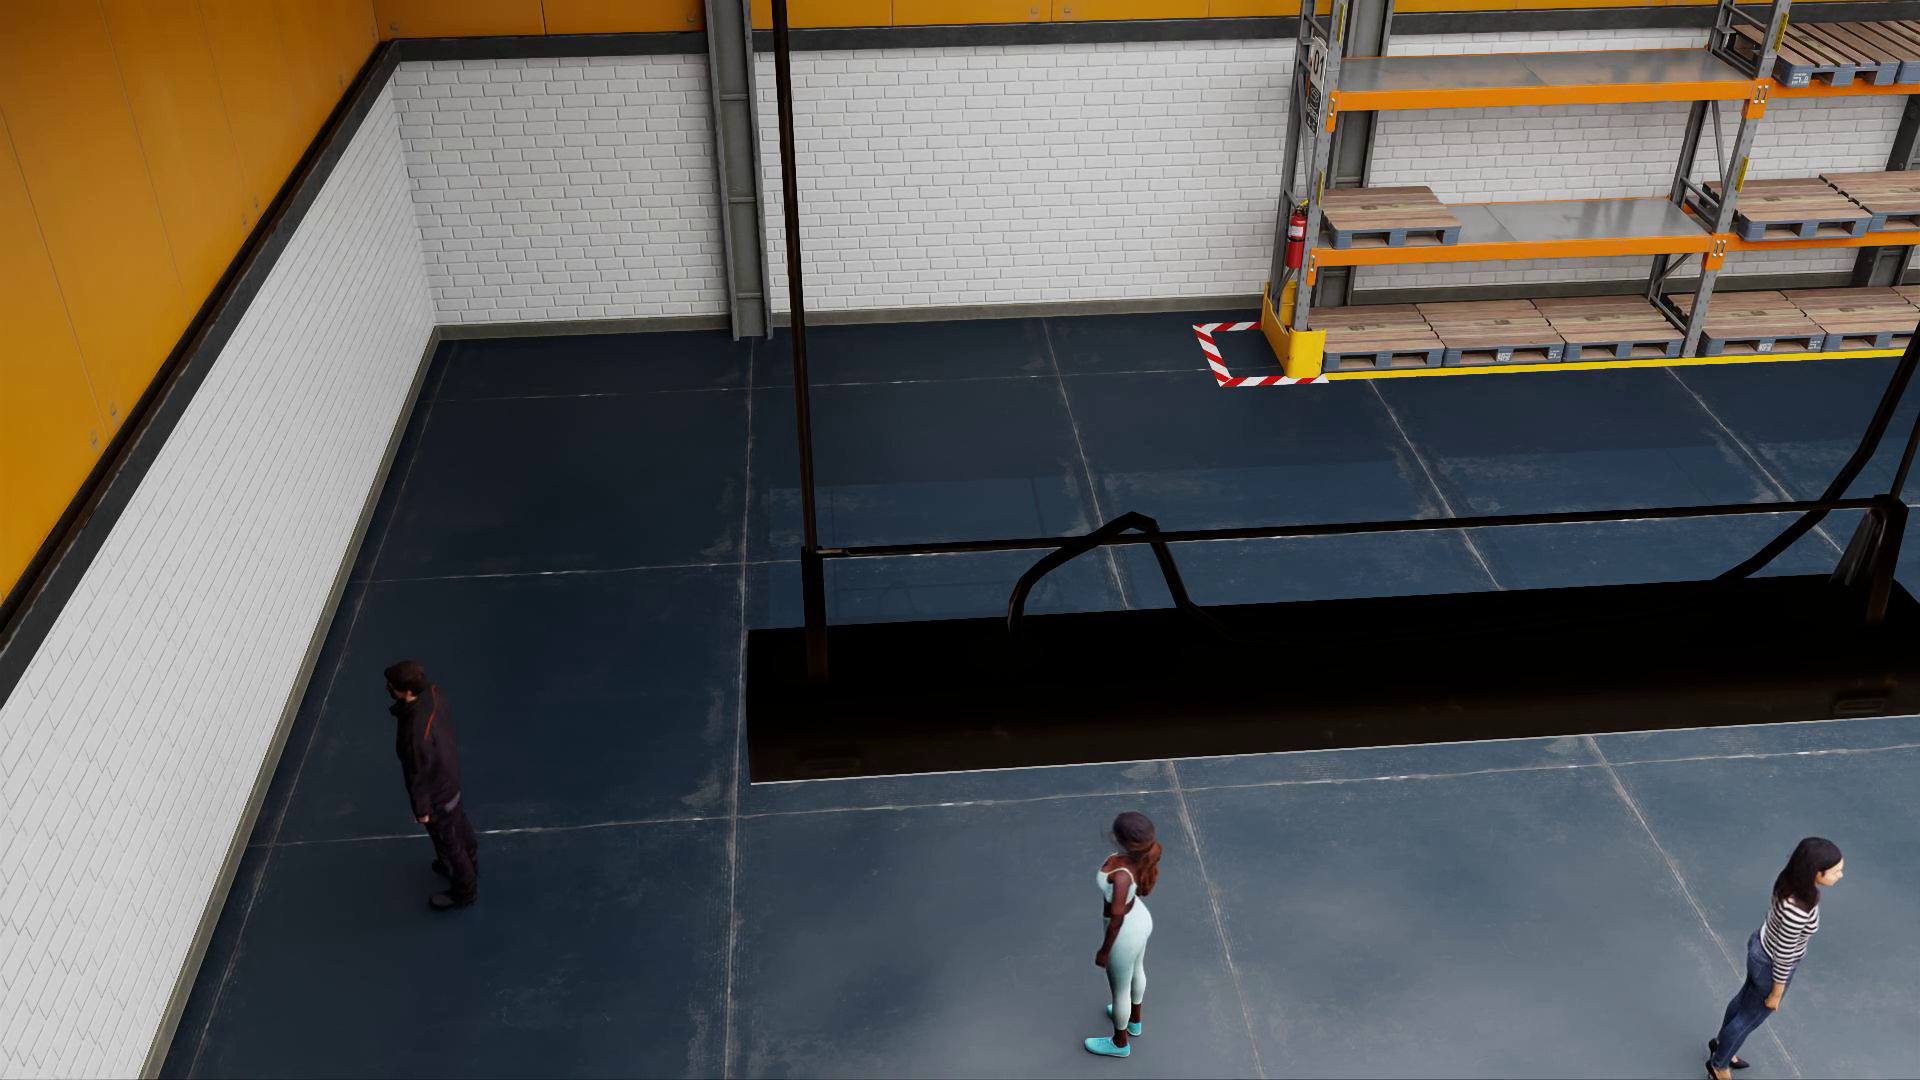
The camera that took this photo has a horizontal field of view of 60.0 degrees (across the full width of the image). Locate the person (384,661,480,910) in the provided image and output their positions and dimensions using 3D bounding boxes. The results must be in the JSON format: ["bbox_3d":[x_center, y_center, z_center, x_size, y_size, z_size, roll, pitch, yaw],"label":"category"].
[{"bbox_3d":[-3.133,1.448,9.996,0.563,1.837,0.715,-3,34,-5],"label":"person"}]

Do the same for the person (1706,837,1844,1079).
[{"bbox_3d":[4.296,2.250,8.830,0.649,1.793,0.643,13,36,18],"label":"person"}]

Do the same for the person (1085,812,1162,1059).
[{"bbox_3d":[0.899,2.139,9.060,0.679,1.723,0.650,15,37,22],"label":"person"}]
